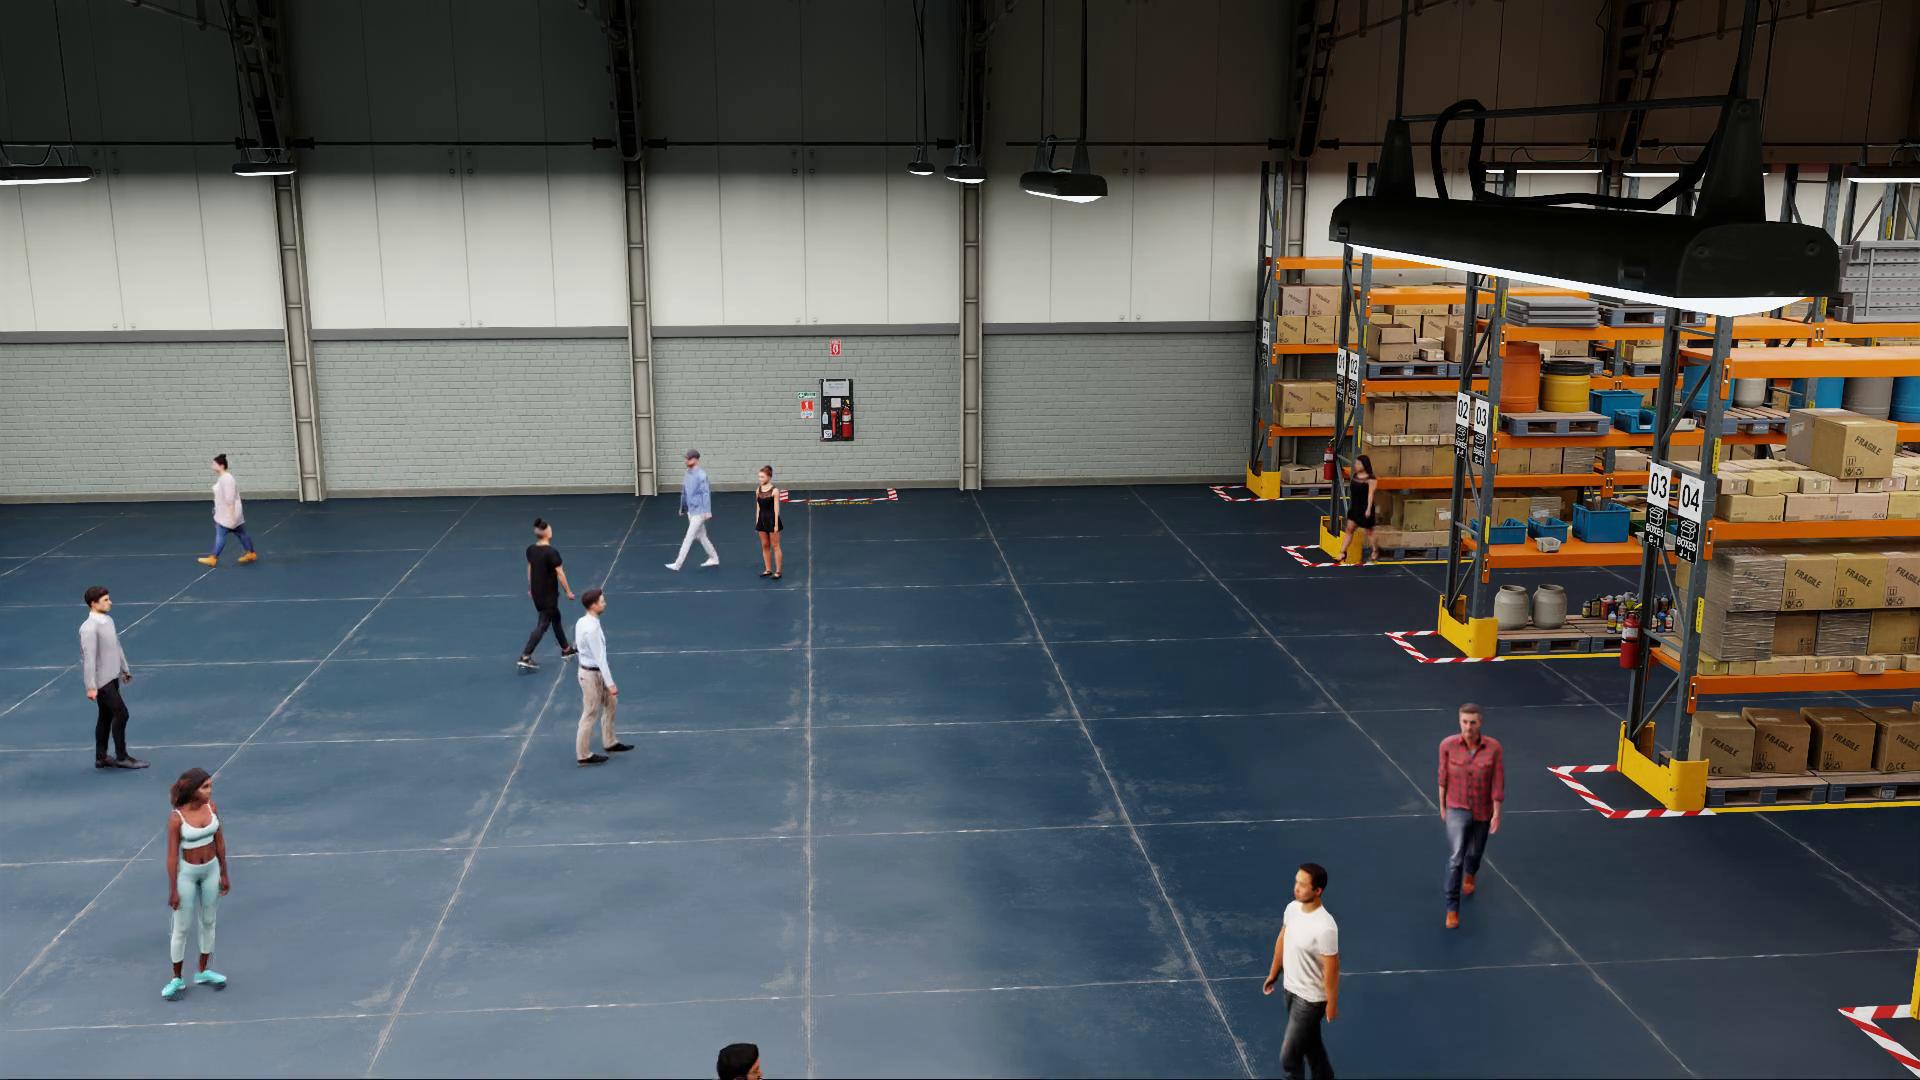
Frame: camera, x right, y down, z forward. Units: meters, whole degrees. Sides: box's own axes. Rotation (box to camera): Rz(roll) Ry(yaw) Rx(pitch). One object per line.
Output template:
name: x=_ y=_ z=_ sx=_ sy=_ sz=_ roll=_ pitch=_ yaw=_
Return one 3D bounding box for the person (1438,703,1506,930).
person: x=4.183 y=2.194 z=13.634 sx=1.273 sy=1.781 sz=1.018 roll=3 pitch=13 yaw=14

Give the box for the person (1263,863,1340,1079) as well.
person: x=2.300 y=2.891 z=10.627 sx=0.907 sy=1.780 sz=0.735 roll=-3 pitch=13 yaw=-14

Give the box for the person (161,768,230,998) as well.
person: x=-5.695 y=2.532 z=12.325 sx=0.757 sy=1.713 sz=0.812 roll=-11 pitch=17 yaw=-39

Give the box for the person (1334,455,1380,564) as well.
person: x=6.163 y=-0.423 z=25.195 sx=1.174 sy=1.663 sz=0.949 roll=-7 pitch=15 yaw=-28

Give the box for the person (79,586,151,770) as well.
person: x=-8.718 y=1.407 z=16.756 sx=0.815 sy=1.907 sz=0.800 roll=-2 pitch=13 yaw=-10

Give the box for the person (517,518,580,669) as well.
person: x=-5.078 y=0.669 z=20.130 sx=1.182 sy=1.822 sz=1.279 roll=12 pitch=18 yaw=42

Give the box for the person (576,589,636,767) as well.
person: x=-3.809 y=1.415 z=16.894 sx=0.910 sy=1.829 sz=0.763 roll=-4 pitch=14 yaw=-17

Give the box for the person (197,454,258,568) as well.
person: x=-10.986 y=-0.444 z=25.207 sx=1.167 sy=1.699 sz=0.924 roll=-6 pitch=14 yaw=-24

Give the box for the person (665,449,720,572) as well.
person: x=-3.861 y=-0.422 z=24.828 sx=1.291 sy=1.828 sz=1.092 roll=-9 pitch=16 yaw=-34

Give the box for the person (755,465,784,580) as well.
person: x=-2.805 y=-0.269 z=24.491 sx=0.674 sy=1.681 sz=0.752 roll=8 pitch=15 yaw=31
